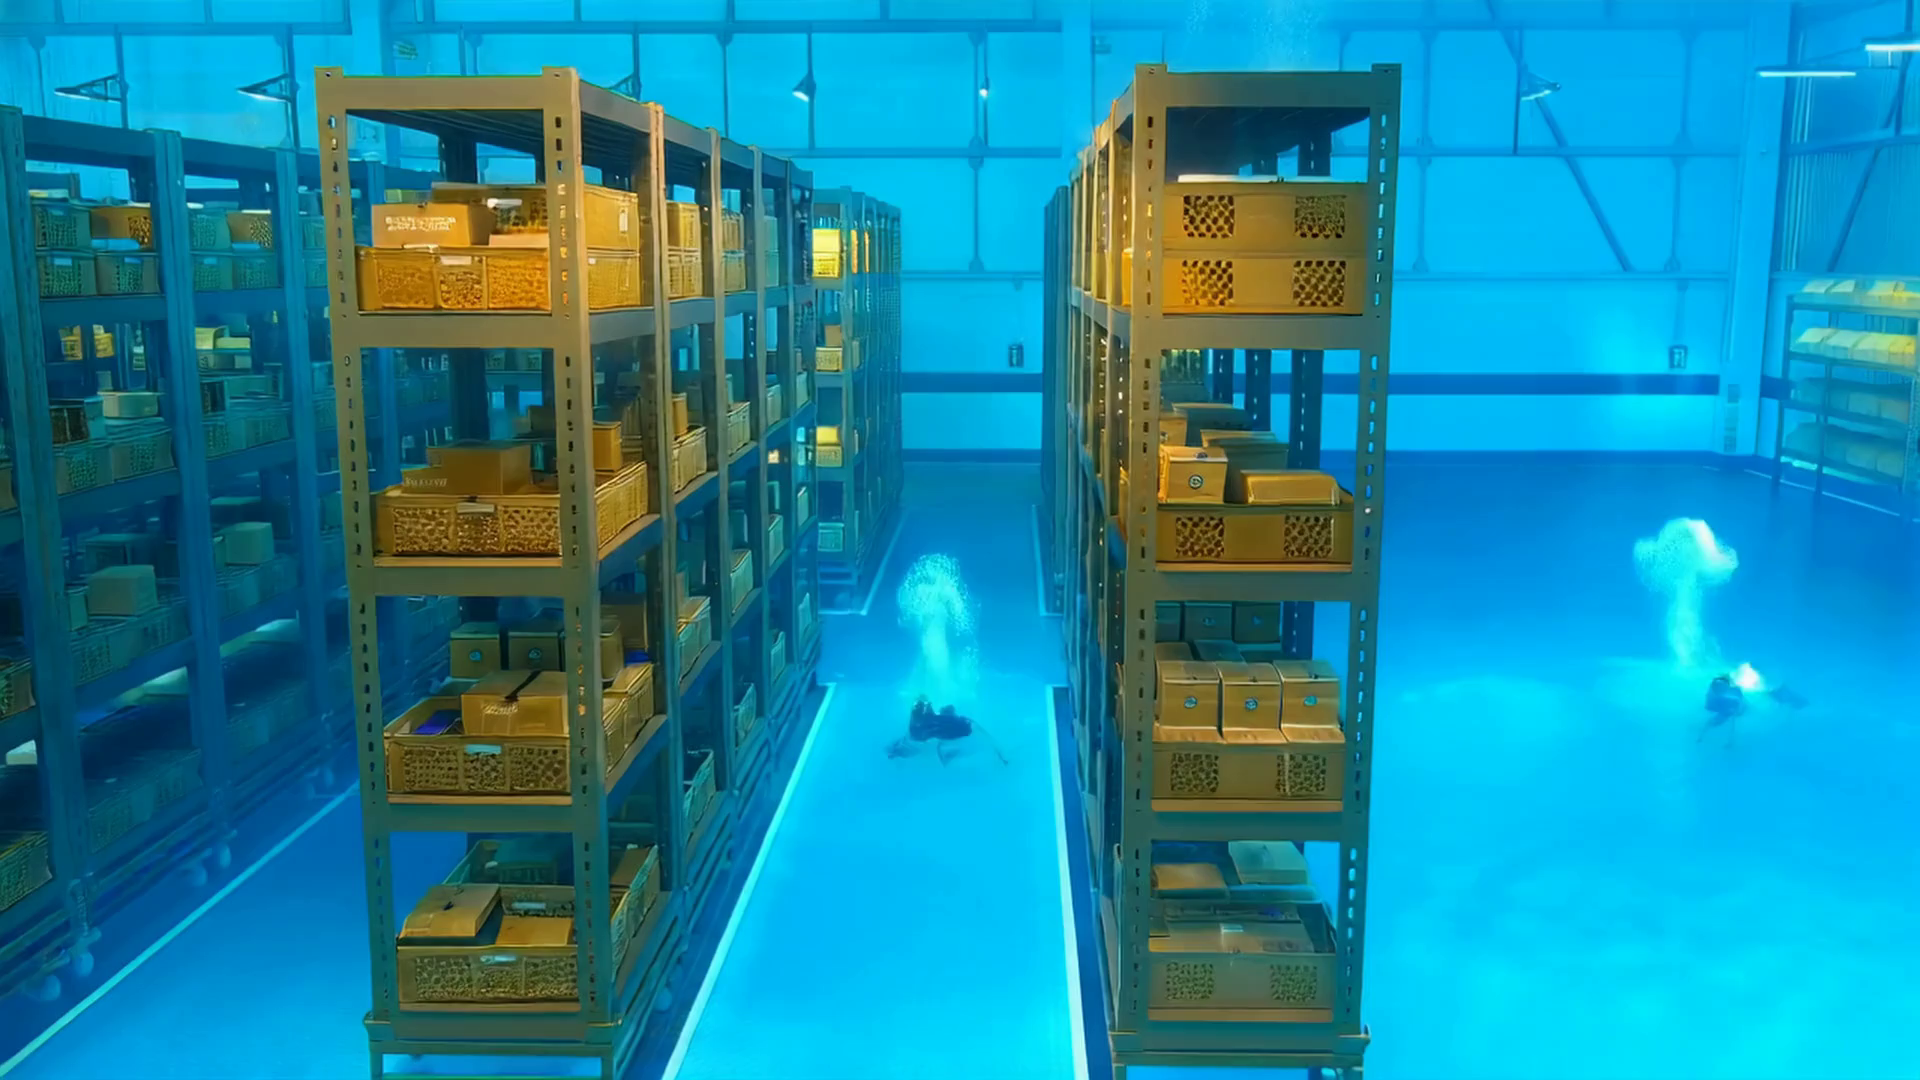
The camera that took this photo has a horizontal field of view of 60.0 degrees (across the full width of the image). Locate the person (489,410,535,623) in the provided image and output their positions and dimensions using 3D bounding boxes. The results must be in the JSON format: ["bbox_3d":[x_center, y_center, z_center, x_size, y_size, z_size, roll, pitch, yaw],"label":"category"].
[{"bbox_3d":[-3.667,-0.121,13.227,0.614,1.824,0.590,2,10,12],"label":"person"}]
